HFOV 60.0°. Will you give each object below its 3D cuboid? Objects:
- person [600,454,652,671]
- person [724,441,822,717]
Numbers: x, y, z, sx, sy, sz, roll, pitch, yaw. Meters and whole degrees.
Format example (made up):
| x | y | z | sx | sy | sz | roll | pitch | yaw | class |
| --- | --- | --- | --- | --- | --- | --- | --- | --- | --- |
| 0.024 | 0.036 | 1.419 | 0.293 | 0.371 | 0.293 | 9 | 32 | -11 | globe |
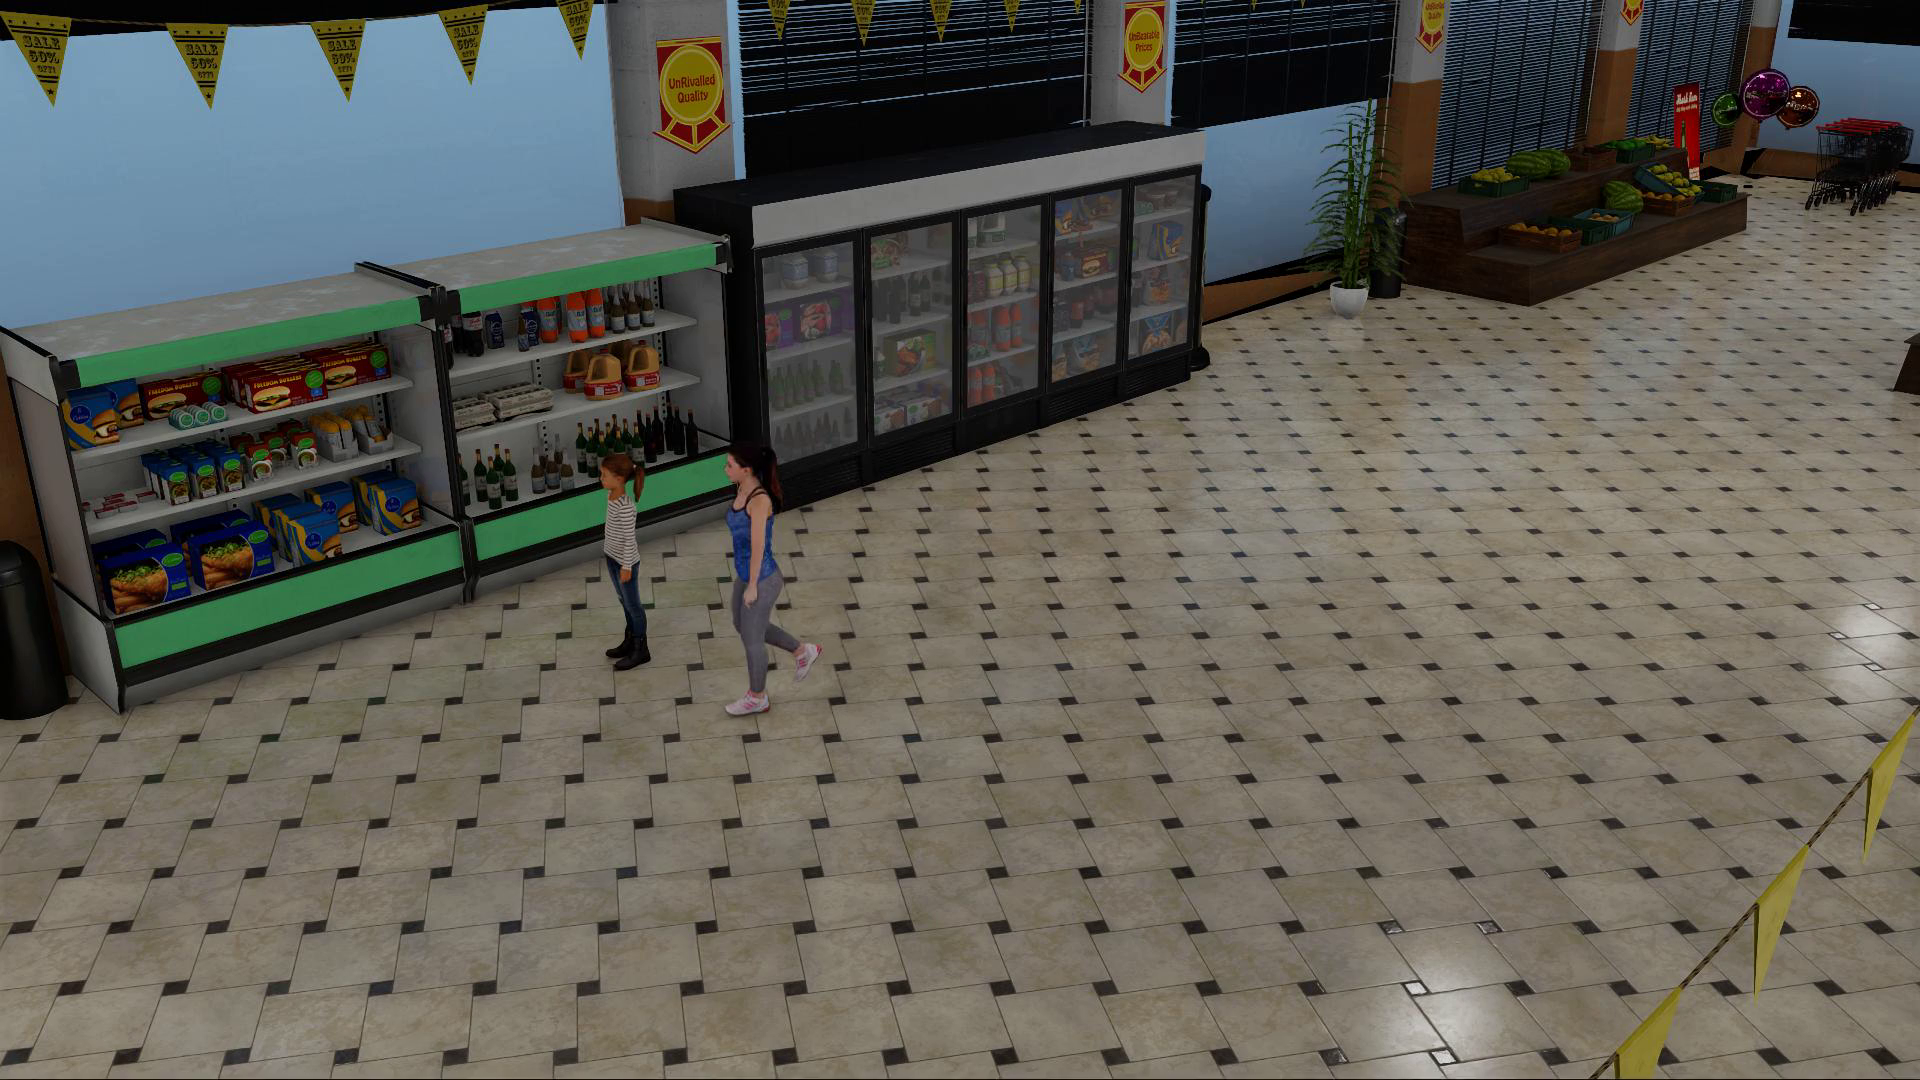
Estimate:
| x | y | z | sx | sy | sz | roll | pitch | yaw | class |
| --- | --- | --- | --- | --- | --- | --- | --- | --- | --- |
| -1.980 | 0.115 | 9.822 | 0.560 | 1.316 | 0.530 | -12 | 25 | -26 | person |
| -1.062 | 0.211 | 9.206 | 0.914 | 1.596 | 0.757 | -7 | 23 | -18 | person |
